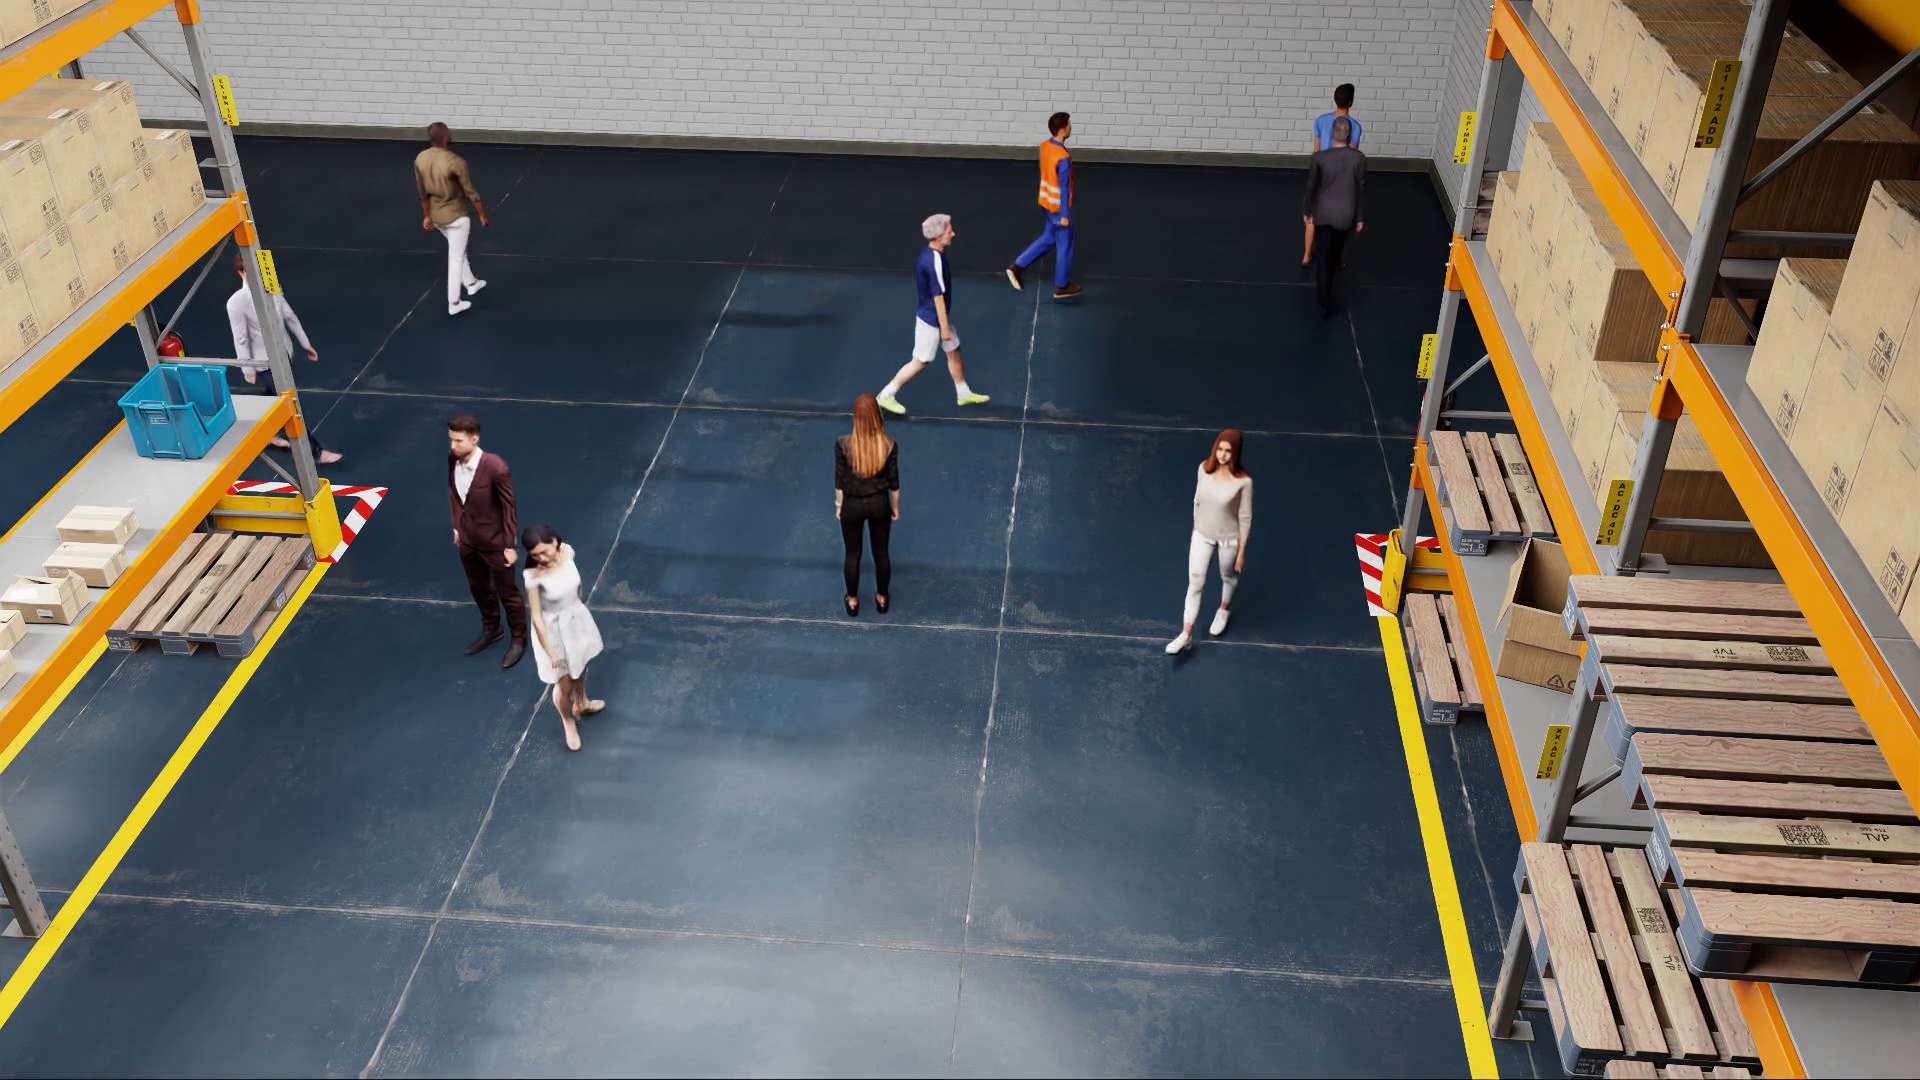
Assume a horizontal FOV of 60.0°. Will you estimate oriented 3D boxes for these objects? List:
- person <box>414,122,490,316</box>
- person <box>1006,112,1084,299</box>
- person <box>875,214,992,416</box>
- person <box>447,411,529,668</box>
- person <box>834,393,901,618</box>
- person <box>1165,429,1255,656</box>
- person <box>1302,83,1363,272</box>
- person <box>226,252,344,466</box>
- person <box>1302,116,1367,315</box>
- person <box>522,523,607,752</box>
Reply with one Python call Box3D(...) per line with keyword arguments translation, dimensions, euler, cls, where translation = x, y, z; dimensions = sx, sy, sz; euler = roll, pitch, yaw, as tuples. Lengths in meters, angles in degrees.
Box3D(translation=(-4.813, -2.970, 15.548), dimensions=(0.923, 1.800, 1.057), euler=(16, 37, 23), cls="person")
Box3D(translation=(0.835, -3.132, 15.747), dimensions=(1.014, 1.849, 1.075), euler=(-11, 35, -17), cls="person")
Box3D(translation=(-0.314, -1.826, 13.837), dimensions=(0.854, 1.788, 1.218), euler=(-2, 34, -3), cls="person")
Box3D(translation=(-3.160, -0.035, 11.073), dimensions=(0.770, 1.866, 0.735), euler=(15, 37, 22), cls="person")
Box3D(translation=(-0.647, -0.230, 11.503), dimensions=(0.634, 1.714, 0.580), euler=(-3, 34, -5), cls="person")
Box3D(translation=(1.793, -0.060, 11.274), dimensions=(0.893, 1.685, 1.080), euler=(19, 38, 26), cls="person")
Box3D(translation=(3.668, -3.574, 16.397), dimensions=(0.736, 1.865, 0.752), euler=(22, 39, 29), cls="person")
Box3D(translation=(-5.554, -1.464, 13.280), dimensions=(0.970, 1.801, 1.193), euler=(12, 35, 17), cls="person")
Box3D(translation=(3.517, -2.994, 15.614), dimensions=(0.749, 1.767, 1.221), euler=(3, 34, 4), cls="person")
Box3D(translation=(-2.455, 0.557, 10.289), dimensions=(0.908, 1.746, 0.764), euler=(10, 35, 15), cls="person")
